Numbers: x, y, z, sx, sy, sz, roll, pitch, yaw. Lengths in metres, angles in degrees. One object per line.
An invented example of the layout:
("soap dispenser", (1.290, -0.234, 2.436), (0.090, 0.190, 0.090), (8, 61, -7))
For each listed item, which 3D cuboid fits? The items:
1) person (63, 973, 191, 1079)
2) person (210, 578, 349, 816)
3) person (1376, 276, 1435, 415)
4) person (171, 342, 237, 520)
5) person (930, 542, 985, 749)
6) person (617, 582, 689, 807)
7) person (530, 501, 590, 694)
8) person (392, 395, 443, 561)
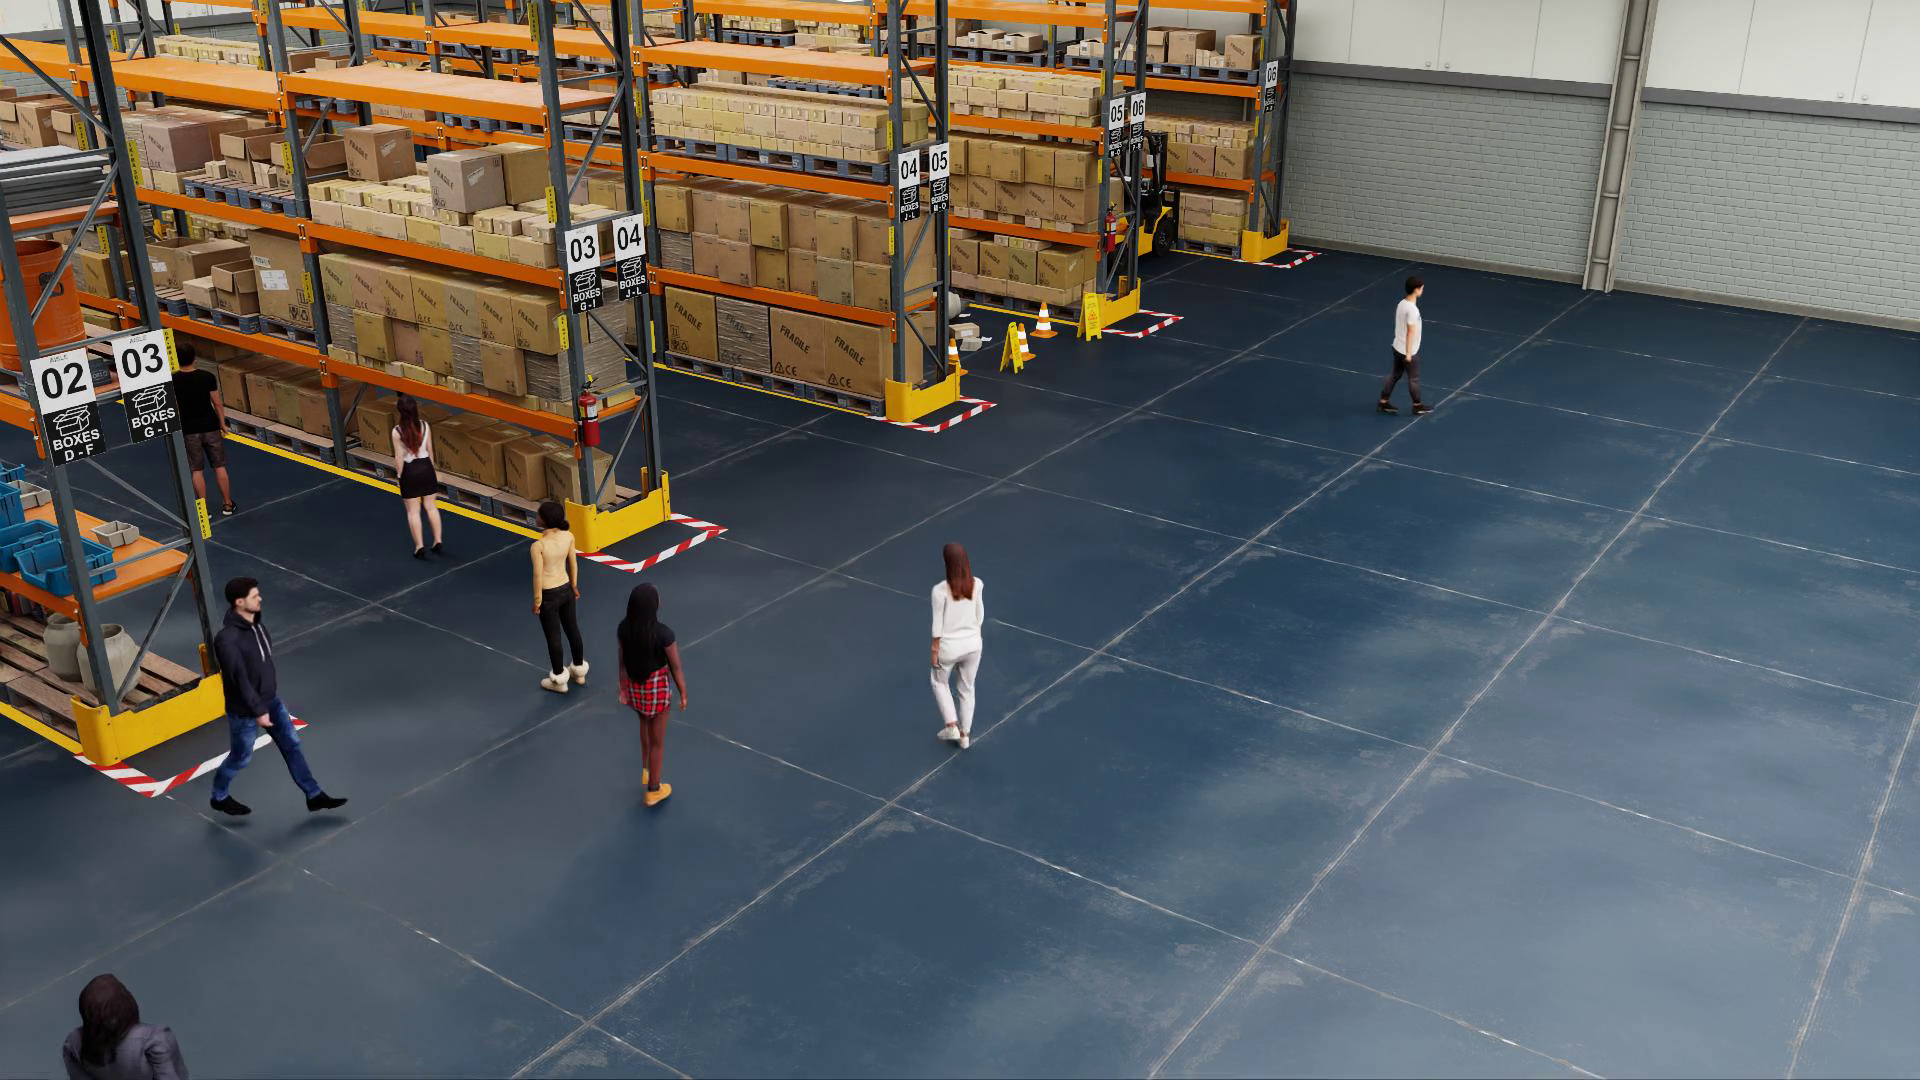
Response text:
("person", (-4.014, 2.819, 8.120), (0.898, 1.586, 0.935), (1, 23, 3))
("person", (-5.063, 1.163, 11.682), (1.296, 1.846, 1.057), (2, 23, 6))
("person", (5.326, -2.335, 20.103), (1.055, 1.694, 0.982), (-3, 23, -6))
("person", (-7.801, -1.131, 17.056), (0.769, 1.862, 0.747), (-13, 26, -27))
("person", (0.011, 0.838, 12.660), (0.722, 1.680, 0.748), (-10, 25, -21))
("person", (-2.262, 1.146, 11.894), (0.685, 1.712, 0.763), (8, 24, 17))
("person", (-3.302, 0.448, 13.607), (0.562, 1.655, 0.617), (19, 29, 37))
("person", (-5.261, -0.609, 16.102), (0.548, 1.648, 0.567), (20, 30, 39))
